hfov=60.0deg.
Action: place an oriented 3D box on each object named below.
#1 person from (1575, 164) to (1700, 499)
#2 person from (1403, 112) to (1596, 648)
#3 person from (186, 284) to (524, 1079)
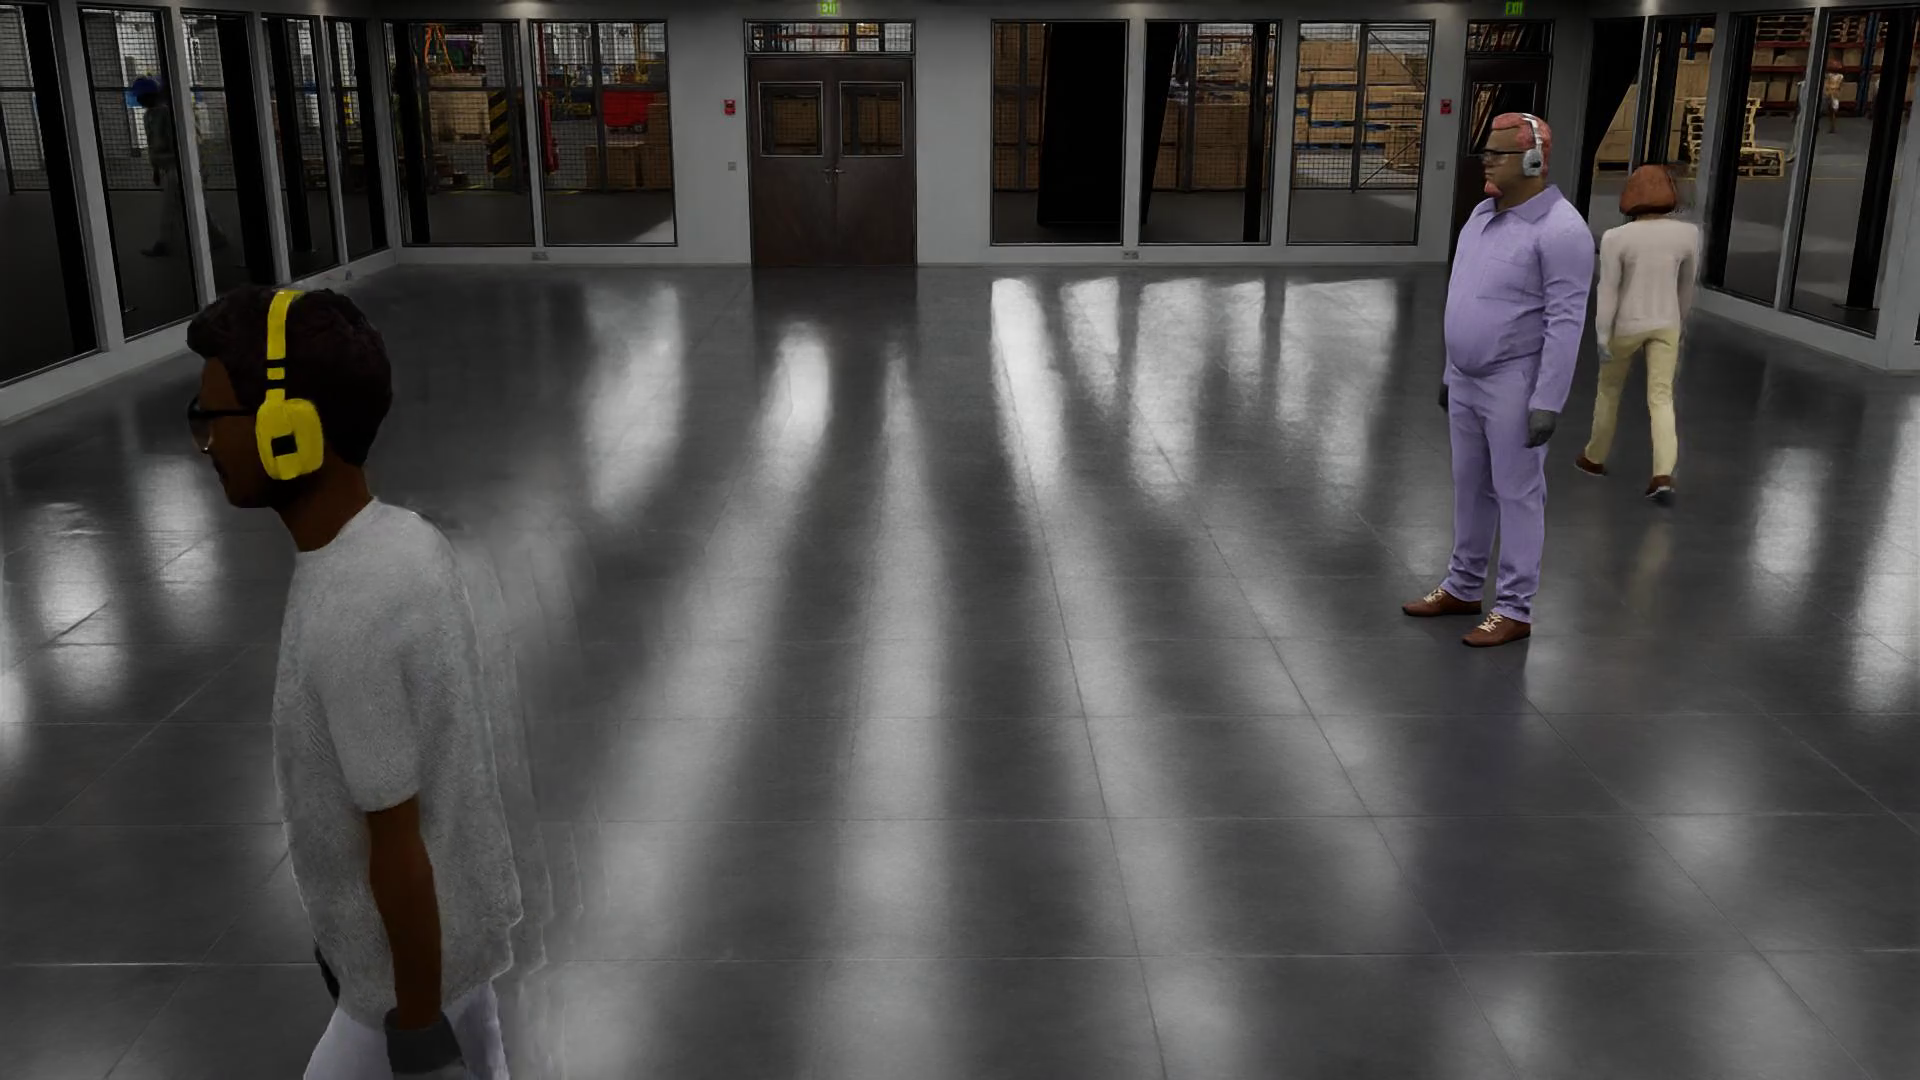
[{"bbox_3d":[3.341,-1.023,8.121,0.508,1.596,0.832,0,16,1],"label":"person"},{"bbox_3d":[1.940,-0.566,6.028,0.403,1.911,0.637,-5,17,-17],"label":"person"},{"bbox_3d":[-0.874,0.583,2.252,0.858,1.834,0.551,-2,17,-8],"label":"person"}]
